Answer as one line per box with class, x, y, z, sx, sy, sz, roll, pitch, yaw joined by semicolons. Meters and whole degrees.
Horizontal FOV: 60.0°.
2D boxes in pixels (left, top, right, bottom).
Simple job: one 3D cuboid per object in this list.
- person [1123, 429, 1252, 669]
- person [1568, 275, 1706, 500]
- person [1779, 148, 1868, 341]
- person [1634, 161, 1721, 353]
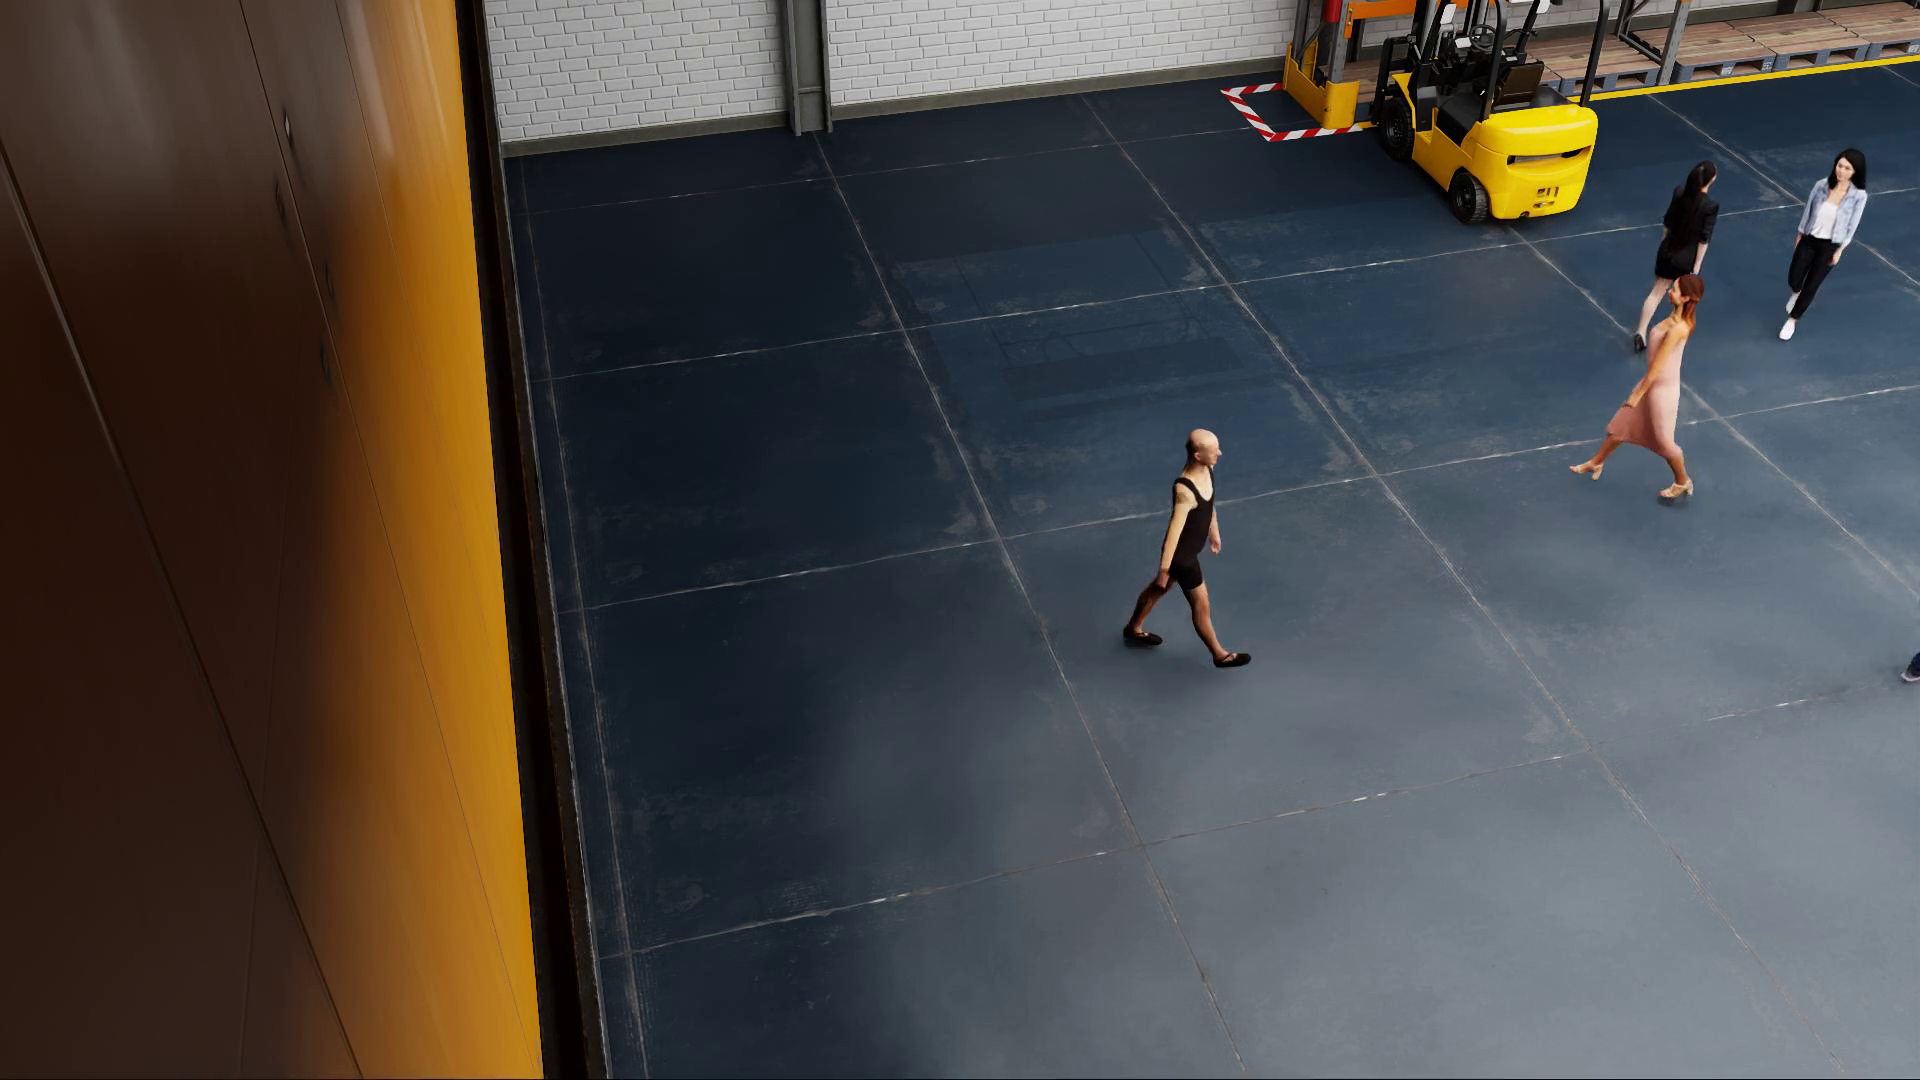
person;1.332;0.047;10.593;1.218;1.769;1.063;13;40;16
person;5.104;-1.032;11.929;1.184;1.788;0.996;12;40;15
person;7.184;-2.476;13.809;0.806;1.699;0.891;29;47;31
person;5.827;-2.280;13.585;0.970;1.672;0.807;-25;45;-28
